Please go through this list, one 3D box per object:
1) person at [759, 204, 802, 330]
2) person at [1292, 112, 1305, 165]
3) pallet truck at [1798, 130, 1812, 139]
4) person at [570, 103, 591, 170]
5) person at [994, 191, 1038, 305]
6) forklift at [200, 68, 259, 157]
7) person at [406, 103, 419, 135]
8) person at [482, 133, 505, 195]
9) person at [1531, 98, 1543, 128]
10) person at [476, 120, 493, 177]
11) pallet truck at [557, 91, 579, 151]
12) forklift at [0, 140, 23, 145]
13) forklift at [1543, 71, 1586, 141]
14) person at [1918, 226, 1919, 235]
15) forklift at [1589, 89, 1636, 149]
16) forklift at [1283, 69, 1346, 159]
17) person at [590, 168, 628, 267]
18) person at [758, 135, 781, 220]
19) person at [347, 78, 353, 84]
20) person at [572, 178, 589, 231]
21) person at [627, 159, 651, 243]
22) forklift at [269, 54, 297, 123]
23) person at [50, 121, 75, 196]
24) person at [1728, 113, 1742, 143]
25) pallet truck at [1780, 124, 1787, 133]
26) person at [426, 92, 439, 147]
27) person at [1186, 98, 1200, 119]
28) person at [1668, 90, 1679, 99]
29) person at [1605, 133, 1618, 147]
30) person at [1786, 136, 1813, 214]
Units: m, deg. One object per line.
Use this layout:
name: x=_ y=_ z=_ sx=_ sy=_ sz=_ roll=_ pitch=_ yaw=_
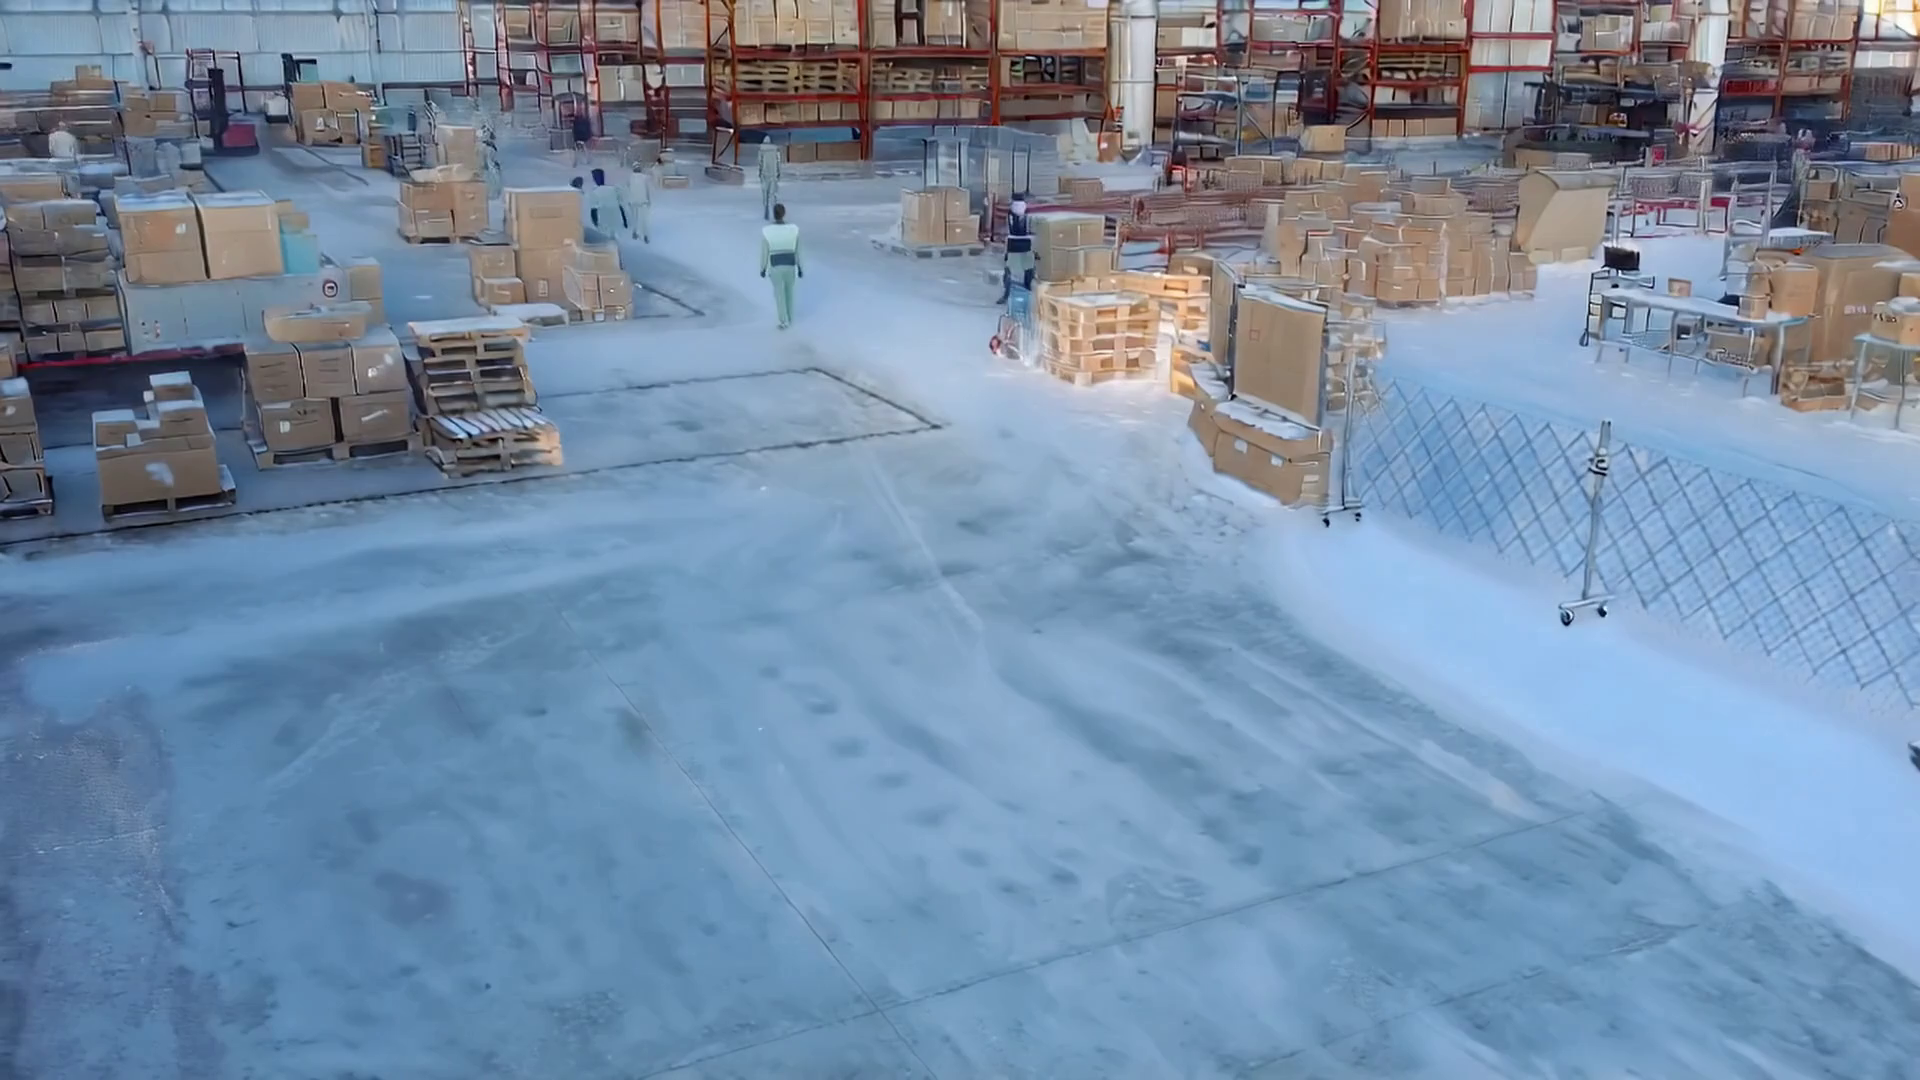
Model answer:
person: x=-2.772 y=-4.210 z=25.555 sx=0.619 sy=1.892 sz=0.735 roll=-6 pitch=19 yaw=-17
person: x=10.605 y=-12.571 z=52.050 sx=0.517 sy=1.626 sz=0.451 roll=-16 pitch=24 yaw=-41
pallet truck: x=25.526 y=-11.556 z=49.408 sx=1.630 sy=1.274 sz=0.653 roll=-9 pitch=20 yaw=-26
person: x=-11.542 y=-12.211 z=50.384 sx=0.798 sy=1.964 sz=0.643 roll=12 pitch=21 yaw=32
person: x=0.940 y=-4.740 z=27.188 sx=0.843 sy=1.908 sz=0.458 roll=7 pitch=19 yaw=21
forklift: x=-24.373 y=-14.147 z=54.938 sx=1.873 sy=2.768 sz=1.129 roll=-9 pitch=20 yaw=-26
person: x=-18.188 y=-13.655 z=55.311 sx=0.319 sy=1.695 sz=0.539 roll=6 pitch=19 yaw=19
person: x=-12.391 y=-9.867 z=43.657 sx=0.837 sy=1.604 sz=0.523 roll=1 pitch=18 yaw=4
person: x=19.893 y=-14.358 z=57.404 sx=0.327 sy=1.761 sz=0.522 roll=16 pitch=24 yaw=41
person: x=-13.832 y=-11.349 z=48.249 sx=0.527 sy=1.607 sz=0.737 roll=7 pitch=19 yaw=21
pallet truck: x=-13.495 y=-14.412 z=57.188 sx=0.823 sy=1.965 sz=1.885 roll=-3 pitch=18 yaw=-9
forklift: x=-34.684 y=-15.432 z=58.943 sx=1.873 sy=2.768 sz=1.129 roll=-2 pitch=18 yaw=-7
forklift: x=18.685 y=-13.231 z=52.085 sx=1.873 sy=2.768 sz=1.129 roll=-9 pitch=20 yaw=-26
person: x=17.698 y=-5.679 z=30.002 sx=0.695 sy=1.986 sz=0.897 roll=14 pitch=23 yaw=38
forklift: x=22.693 y=-14.857 z=57.154 sx=1.873 sy=2.768 sz=1.129 roll=-9 pitch=20 yaw=-27
forklift: x=11.615 y=-13.871 z=54.079 sx=1.129 sy=2.768 sz=1.873 roll=-9 pitch=20 yaw=-27
person: x=-6.589 y=-5.949 z=30.929 sx=0.856 sy=1.914 sz=0.692 roll=16 pitch=23 yaw=40
person: x=-4.404 y=-8.389 z=38.506 sx=0.544 sy=1.939 sz=0.354 roll=-6 pitch=19 yaw=-17
person: x=-25.202 y=-18.112 z=68.847 sx=0.550 sy=1.921 sz=0.569 roll=0 pitch=18 yaw=1
person: x=-6.912 y=-5.631 z=30.110 sx=0.519 sy=1.828 sz=0.985 roll=-16 pitch=24 yaw=-41
person: x=-6.732 y=-7.131 z=34.933 sx=0.525 sy=1.717 sz=0.920 roll=-7 pitch=19 yaw=-22
forklift: x=-28.317 y=-19.150 z=70.537 sx=1.873 sy=2.768 sz=1.129 roll=-9 pitch=20 yaw=-26
person: x=-23.416 y=-9.947 z=43.407 sx=0.727 sy=1.908 sz=0.646 roll=12 pitch=21 yaw=33
person: x=23.048 y=-11.826 z=49.556 sx=0.533 sy=1.732 sz=0.857 roll=-1 pitch=18 yaw=-4
pallet truck: x=25.206 y=-12.542 z=52.601 sx=1.601 sy=1.201 sz=0.680 roll=0 pitch=18 yaw=-2
person: x=-18.565 y=-14.814 z=58.587 sx=0.390 sy=1.912 sz=0.589 roll=-12 pitch=21 yaw=-33
person: x=8.706 y=-15.825 z=62.110 sx=0.540 sy=1.665 sz=0.727 roll=5 pitch=18 yaw=15
person: x=25.786 y=-15.424 z=60.347 sx=0.376 sy=1.995 sz=0.609 roll=15 pitch=23 yaw=38
person: x=19.199 y=-11.743 z=48.964 sx=0.552 sy=1.937 sz=0.356 roll=-11 pitch=21 yaw=-30
person: x=20.066 y=-8.703 z=39.661 sx=0.600 sy=1.827 sz=0.403 roll=-9 pitch=20 yaw=-26
